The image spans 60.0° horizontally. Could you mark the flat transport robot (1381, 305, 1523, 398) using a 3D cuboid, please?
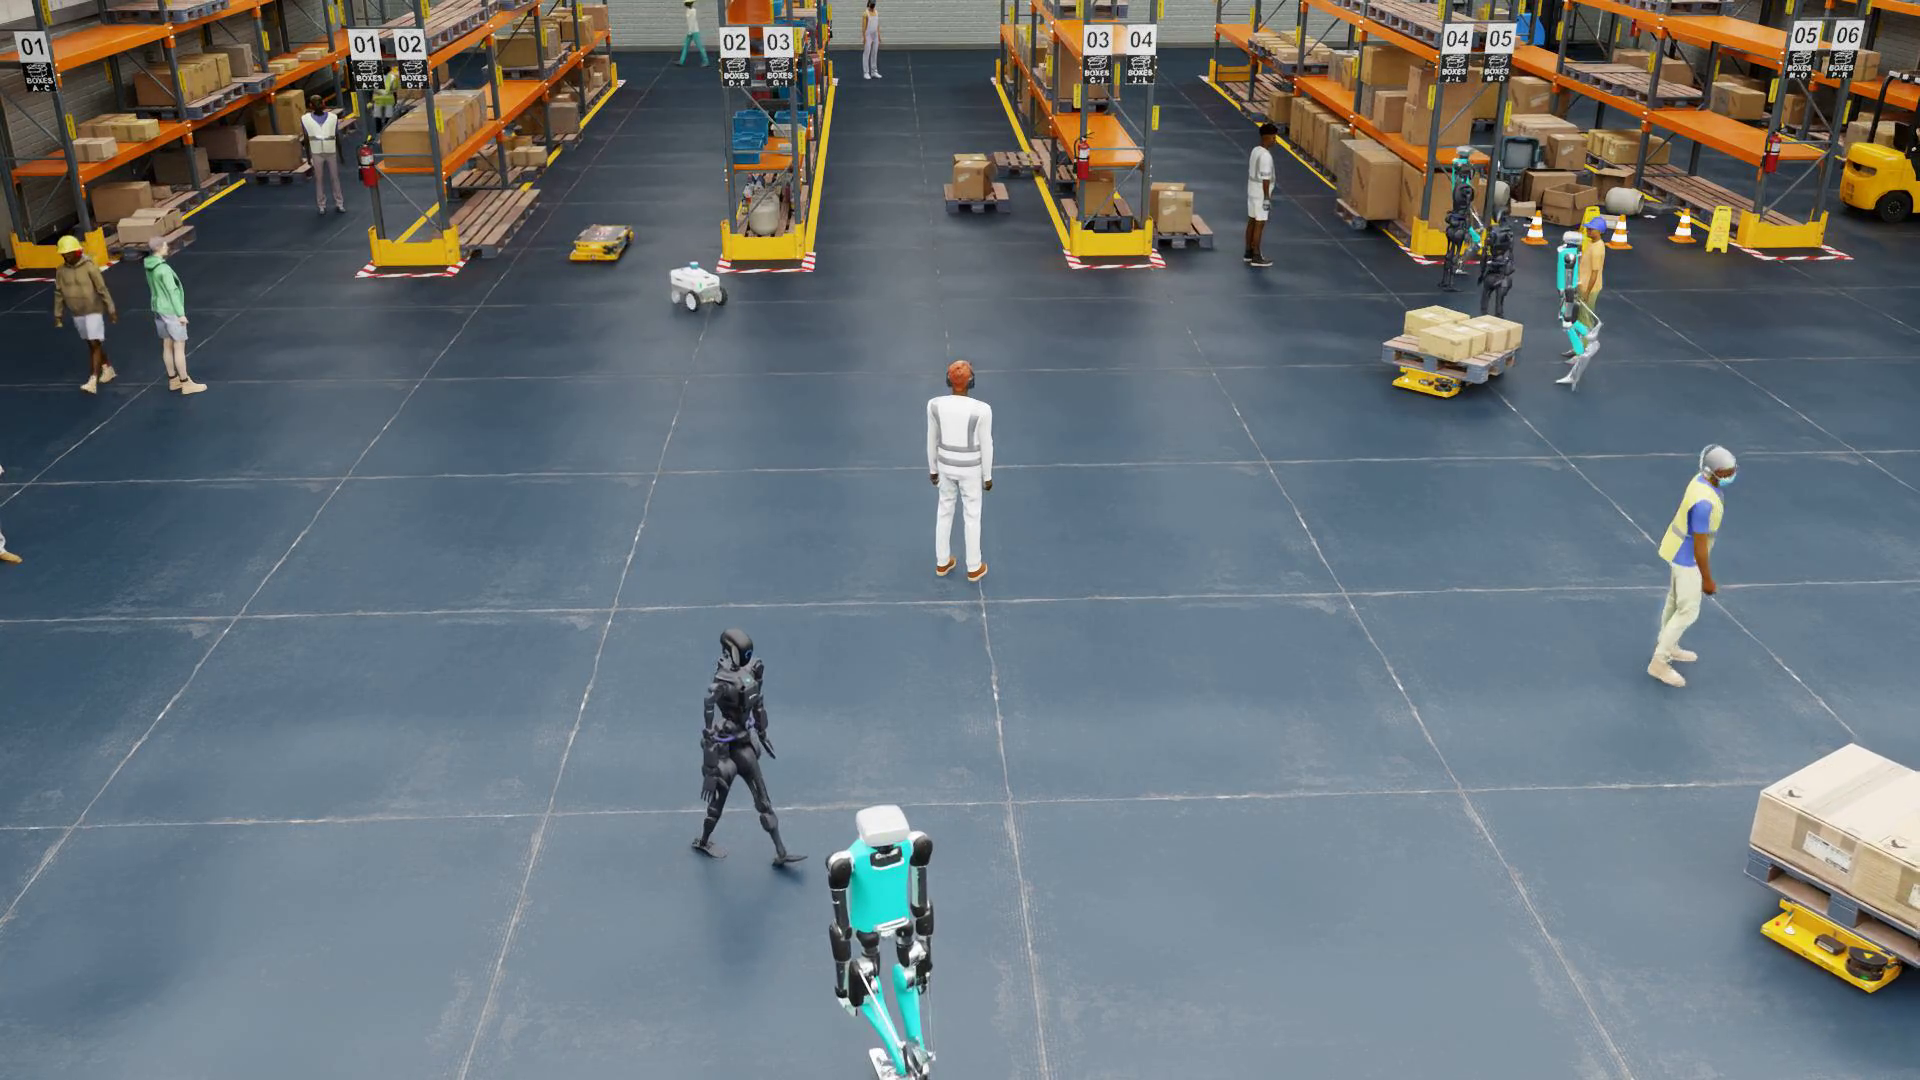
[{"bbox_3d":[5.527,-1.920,18.787,0.659,0.231,1.431,20,31,37],"label":"flat transport robot"}]

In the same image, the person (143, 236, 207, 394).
[{"bbox_3d":[-8.645,-2.458,18.185,0.472,1.743,0.348,17,29,34],"label":"person"}]

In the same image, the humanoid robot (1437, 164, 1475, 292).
[{"bbox_3d":[6.616,-4.160,22.071,0.315,1.657,0.599,-1,24,-2],"label":"humanoid robot"}]

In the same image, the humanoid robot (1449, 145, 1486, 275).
[{"bbox_3d":[6.968,-4.444,22.643,0.668,1.790,0.541,10,26,21],"label":"humanoid robot"}]

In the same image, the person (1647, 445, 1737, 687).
[{"bbox_3d":[5.345,0.151,12.184,0.429,1.859,0.607,11,26,23],"label":"person"}]

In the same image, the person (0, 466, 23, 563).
[{"bbox_3d":[-8.283,-0.610,13.861,0.389,1.889,0.568,7,25,15],"label":"person"}]

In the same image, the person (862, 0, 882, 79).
[{"bbox_3d":[-2.050,-11.765,38.953,0.517,1.860,0.386,-19,31,-37],"label":"person"}]

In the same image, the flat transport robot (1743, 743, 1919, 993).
[{"bbox_3d":[5.378,2.144,9.655,1.431,0.231,0.659,-15,28,-31],"label":"flat transport robot"}]

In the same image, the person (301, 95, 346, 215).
[{"bbox_3d":[-10.005,-6.071,26.175,0.563,1.846,0.391,-12,27,-24],"label":"person"}]

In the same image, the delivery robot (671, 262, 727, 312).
[{"bbox_3d":[-3.403,-3.273,21.499,0.499,0.614,0.803,-21,31,-39],"label":"delivery robot"}]

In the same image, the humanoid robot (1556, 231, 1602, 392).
[{"bbox_3d":[6.838,-2.442,18.287,0.724,1.893,0.531,5,25,11],"label":"humanoid robot"}]

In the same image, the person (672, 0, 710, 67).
[{"bbox_3d":[-6.587,-12.386,40.528,0.908,1.710,0.532,-12,27,-26],"label":"person"}]

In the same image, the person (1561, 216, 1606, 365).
[{"bbox_3d":[7.205,-2.872,19.143,0.336,1.719,0.439,6,25,13],"label":"person"}]

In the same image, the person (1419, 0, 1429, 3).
[{"bbox_3d":[11.660,-13.001,41.804,0.401,1.799,0.595,-5,24,-11],"label":"person"}]

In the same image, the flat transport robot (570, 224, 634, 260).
[{"bbox_3d":[-5.206,-4.337,24.217,0.659,0.231,1.431,0,24,0],"label":"flat transport robot"}]

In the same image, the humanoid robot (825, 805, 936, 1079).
[{"bbox_3d":[-0.289,2.132,7.882,0.545,1.763,0.940,-12,27,-26],"label":"humanoid robot"}]

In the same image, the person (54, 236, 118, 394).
[{"bbox_3d":[-9.643,-2.481,18.265,0.583,1.715,0.895,1,24,2],"label":"person"}]

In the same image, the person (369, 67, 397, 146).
[{"bbox_3d":[-10.757,-8.154,31.080,0.559,1.658,0.386,-11,26,-23],"label":"person"}]

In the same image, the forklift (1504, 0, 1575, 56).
[{"bbox_3d":[14.700,-13.805,42.301,1.873,2.768,1.129,-1,24,-2],"label":"forklift"}]

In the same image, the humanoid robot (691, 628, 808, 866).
[{"bbox_3d":[-1.320,1.261,9.956,0.781,1.621,0.616,13,27,27],"label":"humanoid robot"}]

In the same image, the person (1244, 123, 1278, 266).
[{"bbox_3d":[4.206,-4.834,23.252,0.373,1.963,0.605,-3,24,-7],"label":"person"}]

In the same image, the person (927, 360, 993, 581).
[{"bbox_3d":[-0.004,-0.572,13.788,0.573,1.877,0.341,10,26,21],"label":"person"}]

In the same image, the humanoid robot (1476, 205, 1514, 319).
[{"bbox_3d":[6.446,-3.193,19.919,0.366,1.640,0.593,-8,25,-17],"label":"humanoid robot"}]

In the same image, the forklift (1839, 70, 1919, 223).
[{"bbox_3d":[15.132,-6.143,25.915,2.313,2.155,1.214,-1,24,-2],"label":"forklift"}]
